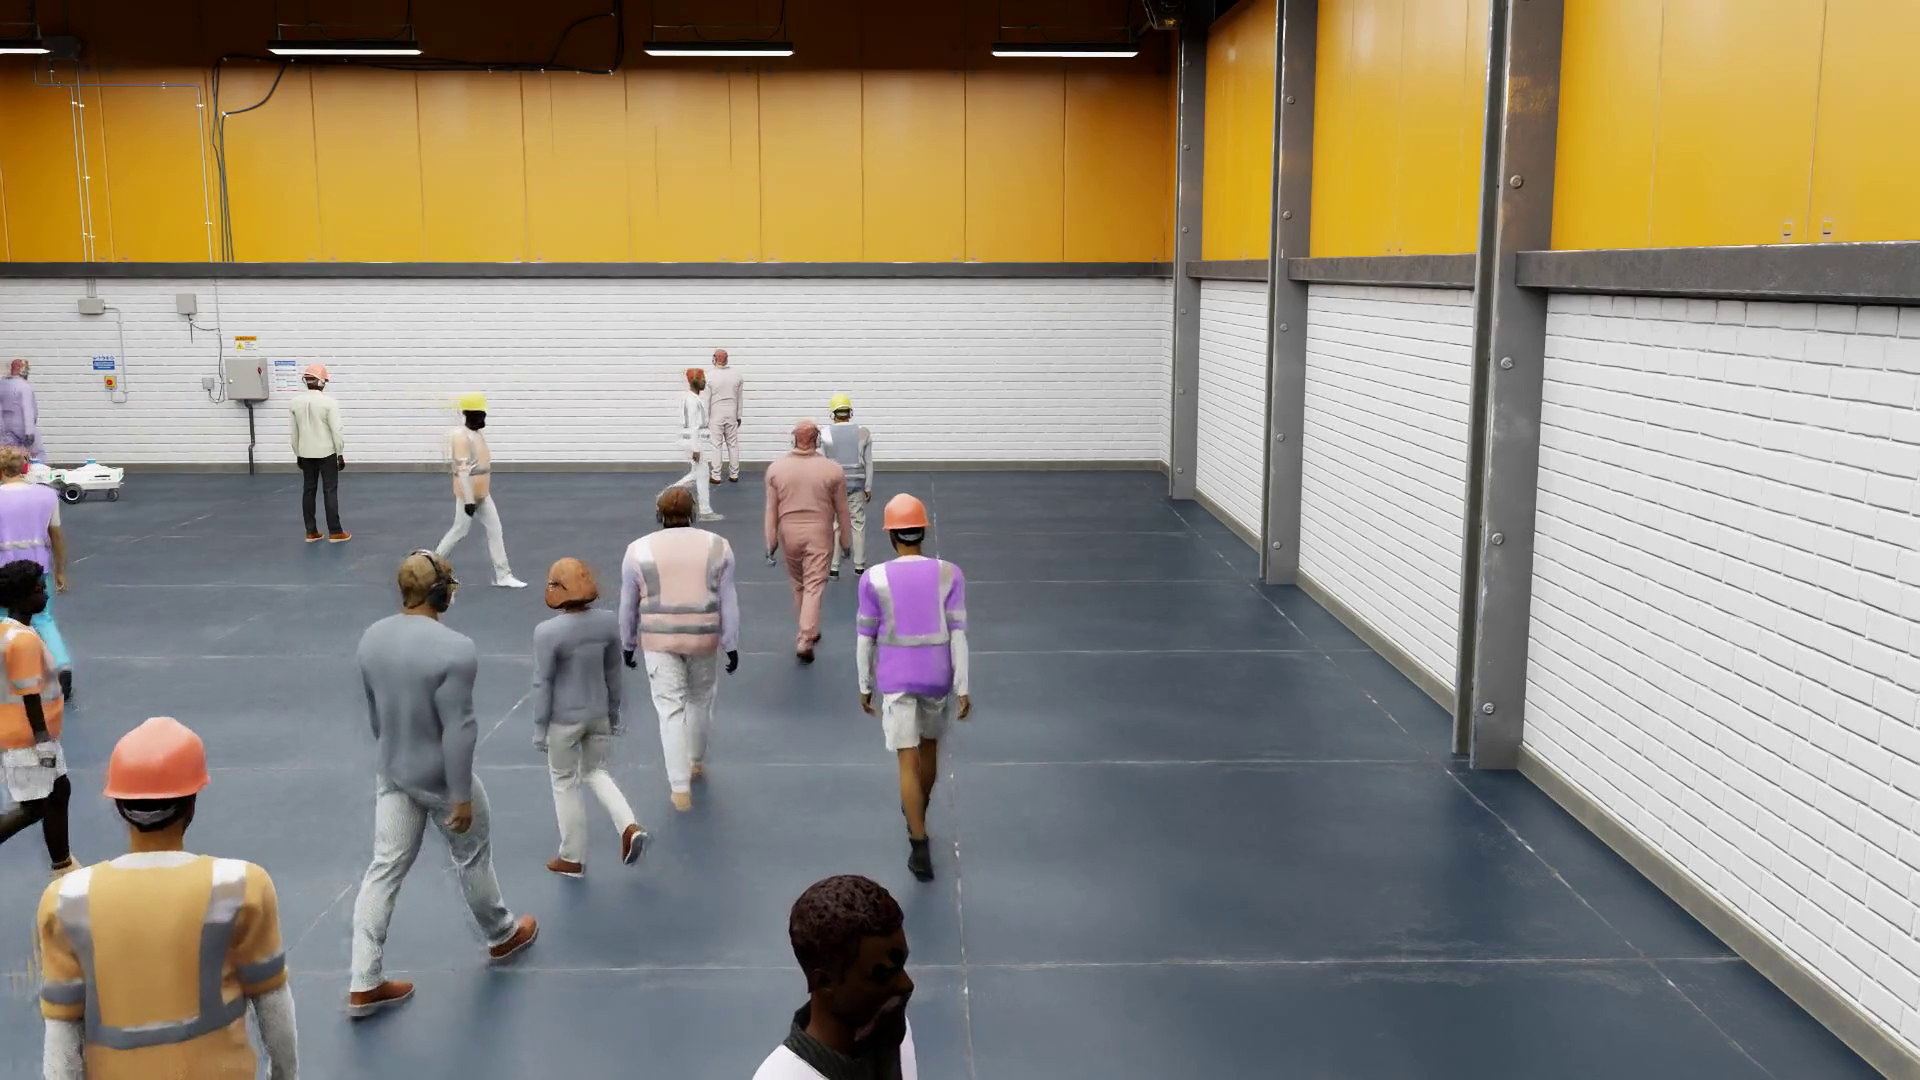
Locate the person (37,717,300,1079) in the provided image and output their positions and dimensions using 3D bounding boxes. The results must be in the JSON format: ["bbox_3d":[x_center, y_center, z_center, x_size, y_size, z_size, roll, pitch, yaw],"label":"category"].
[{"bbox_3d":[-2.023,1.383,4.361,0.564,1.896,0.906,-2,10,-13],"label":"person"}]

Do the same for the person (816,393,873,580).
[{"bbox_3d":[-1.143,-0.522,16.279,0.588,1.828,0.403,-3,10,-17],"label":"person"}]

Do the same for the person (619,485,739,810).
[{"bbox_3d":[-1.633,0.577,9.598,0.659,1.802,0.901,-3,10,-16],"label":"person"}]

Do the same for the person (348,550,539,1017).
[{"bbox_3d":[-2.224,0.971,6.957,0.650,1.886,1.015,5,10,27],"label":"person"}]

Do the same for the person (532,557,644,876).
[{"bbox_3d":[-1.853,0.894,8.248,0.472,1.621,0.505,7,12,37],"label":"person"}]

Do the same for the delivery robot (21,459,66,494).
[{"bbox_3d":[-12.045,-0.815,21.676,0.707,0.478,0.477,1,9,9],"label":"delivery robot"}]

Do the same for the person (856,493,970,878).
[{"bbox_3d":[-0.256,0.707,8.567,0.552,1.878,0.988,-2,9,-11],"label":"person"}]

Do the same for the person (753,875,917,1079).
[{"bbox_3d":[-0.234,1.563,3.216,0.392,1.919,0.592,3,10,16],"label":"person"}]

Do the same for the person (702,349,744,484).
[{"bbox_3d":[-3.382,-1.750,23.567,0.646,1.908,0.408,-7,11,-35],"label":"person"}]

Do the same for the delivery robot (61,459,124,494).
[{"bbox_3d":[-11.298,-0.815,21.677,0.707,0.478,0.477,-4,10,-22],"label":"delivery robot"}]

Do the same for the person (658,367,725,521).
[{"bbox_3d":[-3.241,-1.140,19.966,0.712,1.864,0.583,-2,9,-9],"label":"person"}]

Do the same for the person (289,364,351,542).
[{"bbox_3d":[-7.109,-0.959,18.469,0.608,1.988,0.387,2,9,10],"label":"person"}]

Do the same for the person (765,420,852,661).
[{"bbox_3d":[-1.187,-0.008,13.042,0.665,1.862,1.004,1,9,9],"label":"person"}]

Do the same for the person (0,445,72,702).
[{"bbox_3d":[-6.542,0.244,11.634,0.811,1.822,0.575,8,13,42],"label":"person"}]

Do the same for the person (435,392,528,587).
[{"bbox_3d":[-4.667,-0.469,15.789,0.980,1.889,0.596,1,9,9],"label":"person"}]

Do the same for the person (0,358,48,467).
[{"bbox_3d":[-12.534,-1.481,22.102,0.647,1.862,0.990,5,10,27],"label":"person"}]

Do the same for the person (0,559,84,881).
[{"bbox_3d":[-4.497,0.923,7.872,0.683,1.676,0.531,-6,11,-31],"label":"person"}]
